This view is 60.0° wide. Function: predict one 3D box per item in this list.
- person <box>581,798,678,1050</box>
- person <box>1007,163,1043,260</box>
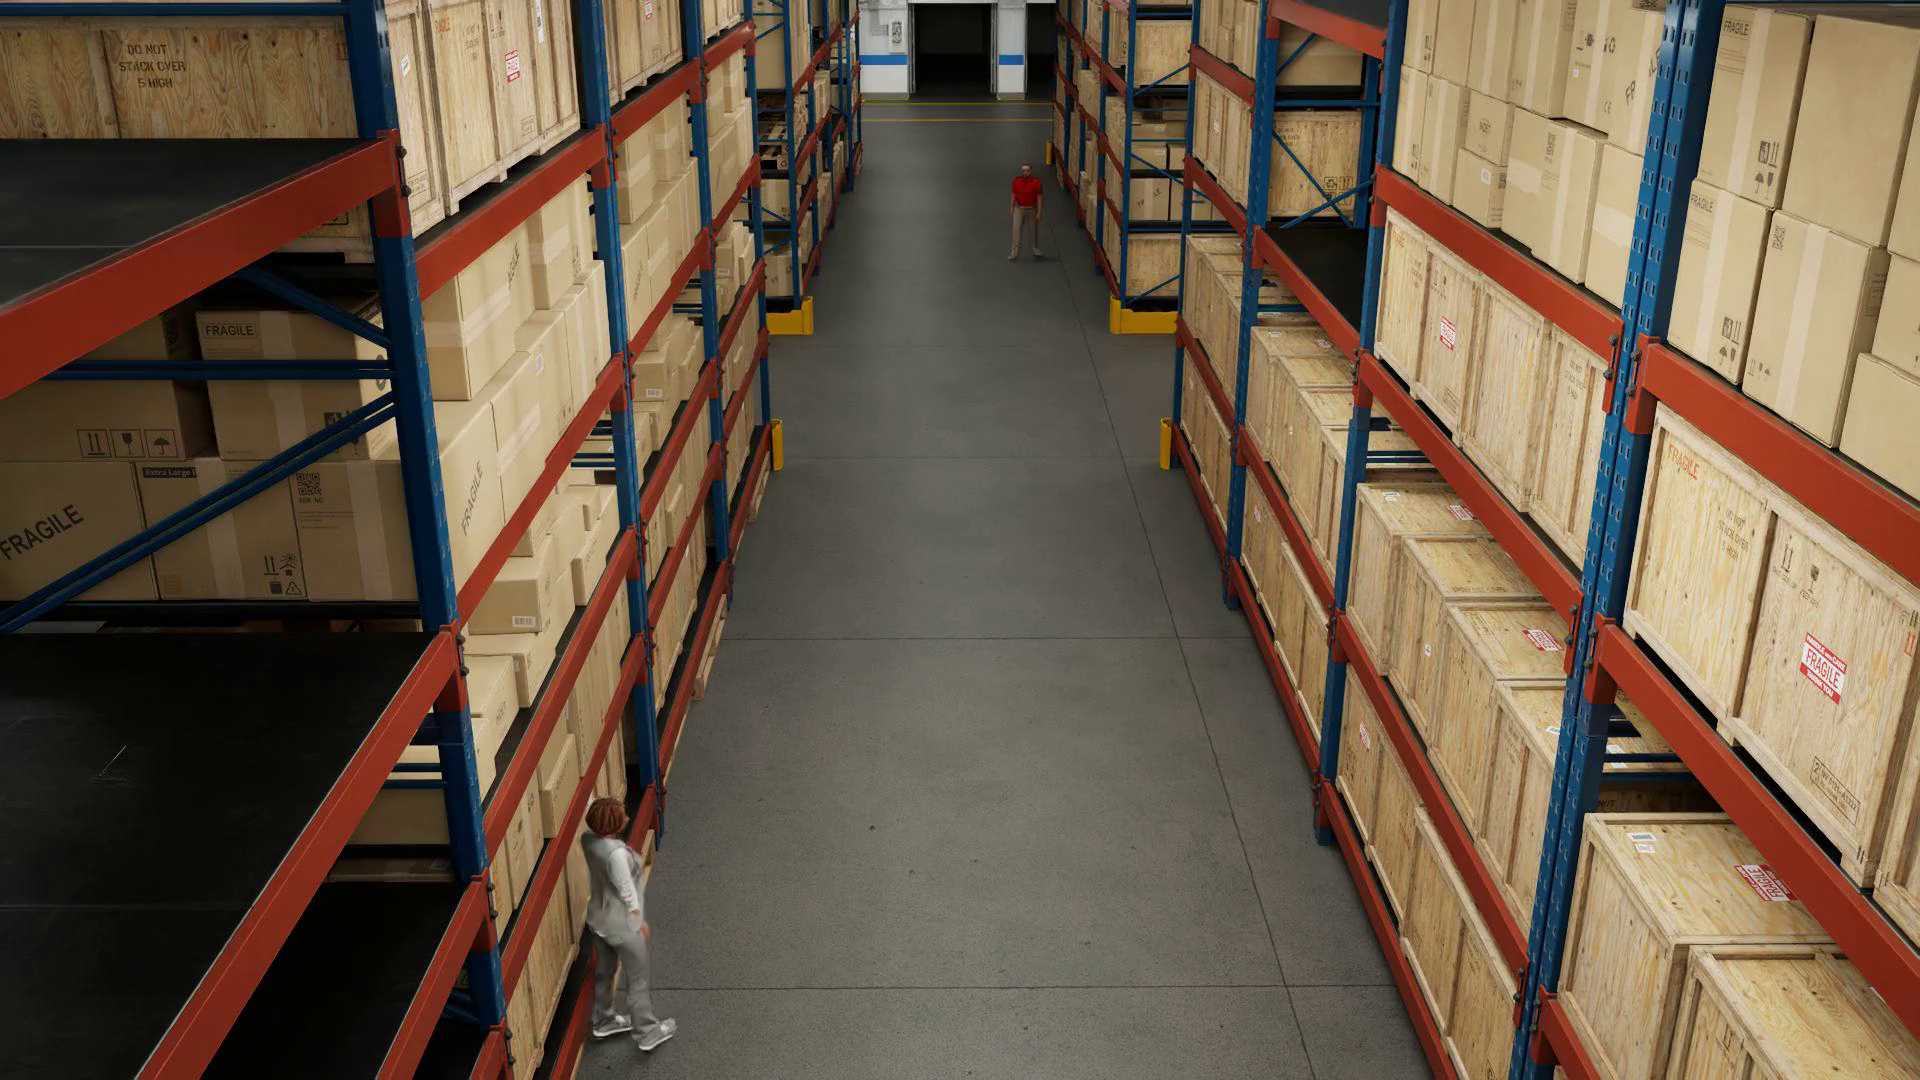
[{"bbox_3d":[-1.880,2.123,9.316,0.428,1.609,0.423,-18,28,-38],"label":"person"},{"bbox_3d":[1.164,-5.801,29.322,0.589,1.683,0.948,4,22,9],"label":"person"}]
